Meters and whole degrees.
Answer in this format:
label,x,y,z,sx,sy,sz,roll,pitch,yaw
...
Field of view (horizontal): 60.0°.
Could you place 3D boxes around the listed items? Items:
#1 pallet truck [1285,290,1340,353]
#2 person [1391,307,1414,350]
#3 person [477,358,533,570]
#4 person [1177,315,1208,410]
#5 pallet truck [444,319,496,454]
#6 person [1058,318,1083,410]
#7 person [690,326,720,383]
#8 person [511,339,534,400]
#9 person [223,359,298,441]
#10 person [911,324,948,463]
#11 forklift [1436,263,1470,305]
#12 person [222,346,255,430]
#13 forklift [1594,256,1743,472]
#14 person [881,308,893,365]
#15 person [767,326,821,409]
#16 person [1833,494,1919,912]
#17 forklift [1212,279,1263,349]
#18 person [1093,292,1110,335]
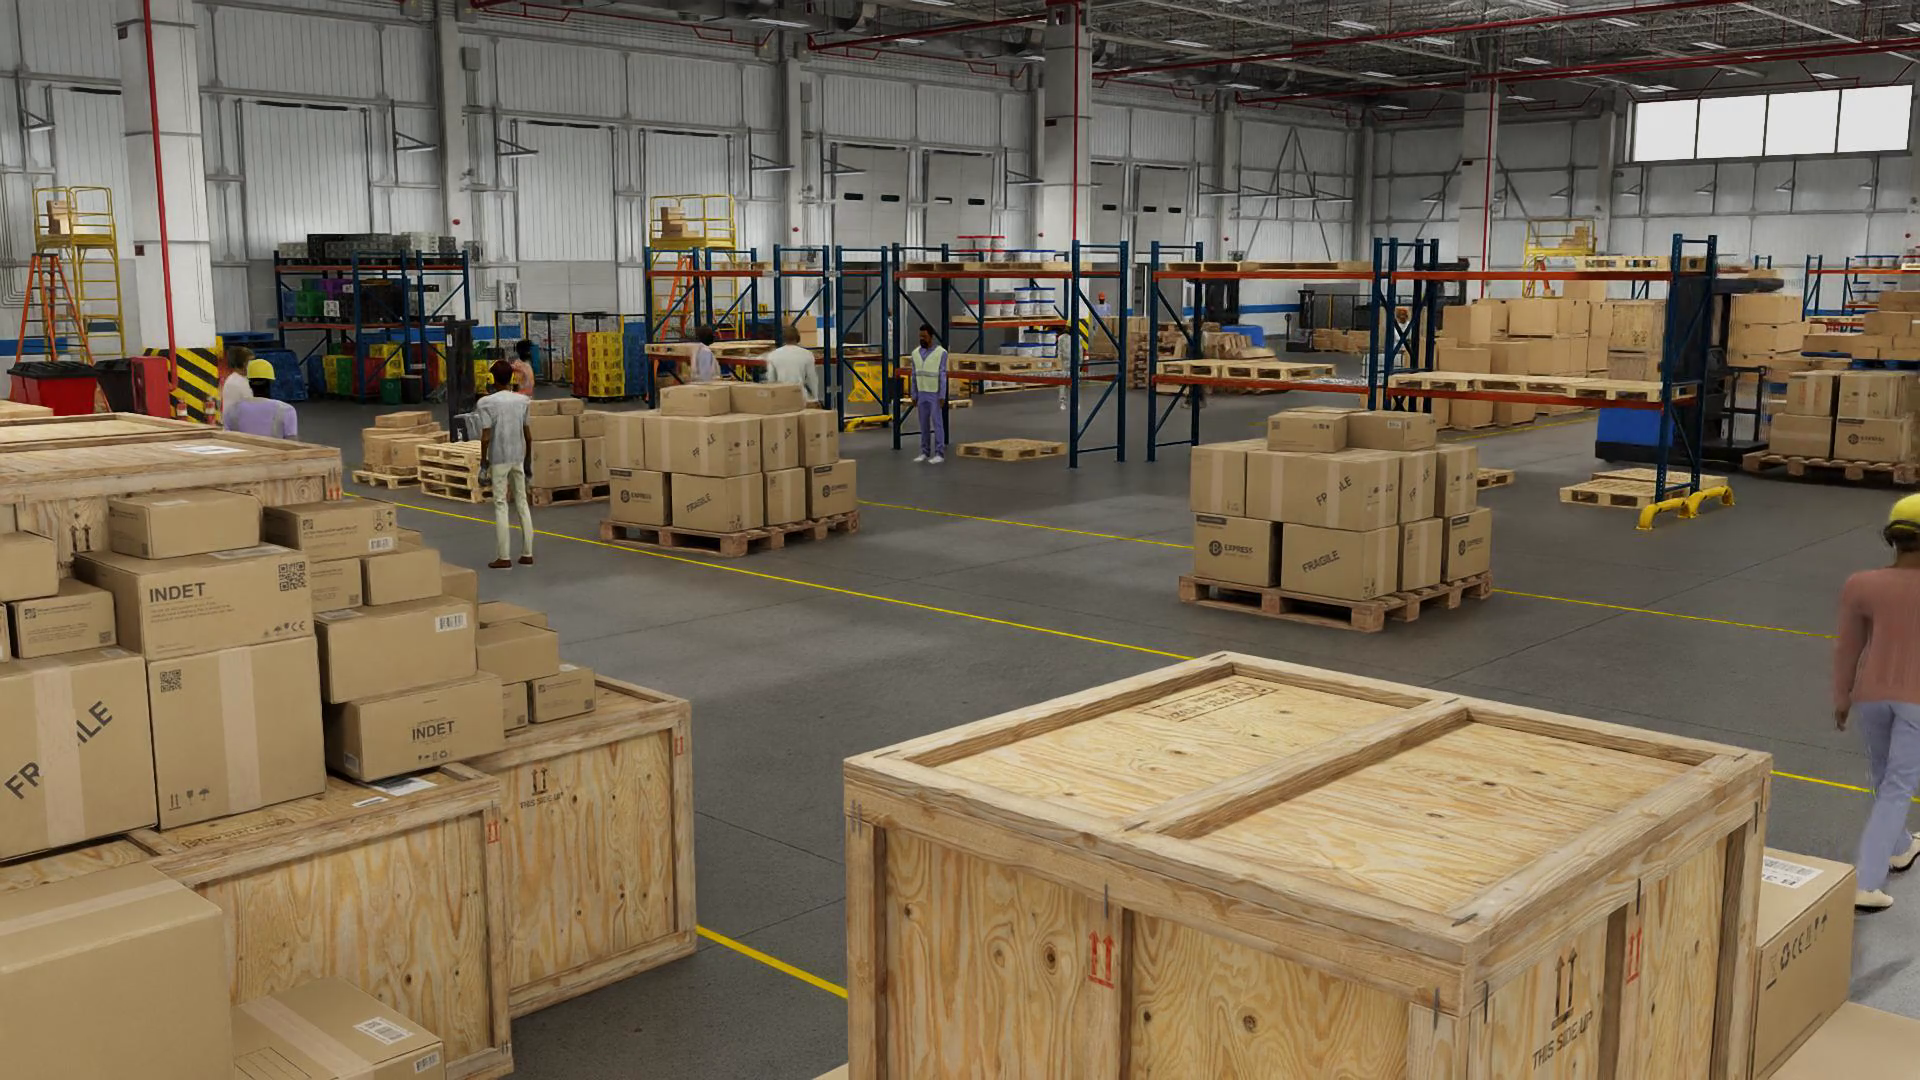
label,x,y,z,sx,sy,sz,roll,pitch,yaw
pallet truck,11.297,-6.951,52.861,1.885,1.965,0.823,-5,11,-29
person,9.333,-3.993,35.195,0.587,1.858,0.861,2,10,14
person,-4.031,-0.668,14.731,0.513,1.872,0.331,-8,12,-41
person,4.483,-3.408,31.736,0.526,1.810,0.943,9,13,43
pallet truck,-6.981,-1.942,22.150,1.885,1.965,0.823,1,9,9
person,2.085,-3.325,31.437,0.486,1.737,0.323,-2,9,-10
person,-3.854,-2.284,24.795,0.700,1.821,0.634,-4,10,-24
person,-6.205,-1.987,23.392,0.486,1.675,0.534,0,9,2
person,-5.728,-0.525,13.712,0.586,1.920,0.398,-1,9,-5
person,-0.412,-2.004,22.823,0.584,1.911,0.391,7,11,35
forklift,13.505,-6.247,45.844,1.873,2.768,1.129,-8,12,-41
person,-7.422,-1.061,17.123,1.055,1.887,0.628,-2,9,-11
forklift,9.671,-2.397,22.241,1.873,2.768,1.129,9,13,43
person,-1.932,-5.326,44.026,0.313,1.634,0.515,1,9,9
person,-2.165,-1.860,21.924,0.652,1.895,0.947,2,10,13
person,4.008,0.667,7.003,0.873,1.723,0.533,-6,11,-32
forklift,7.371,-6.271,45.994,1.873,2.768,1.129,9,13,43
person,4.375,-6.679,51.411,0.544,1.930,0.389,1,9,6
